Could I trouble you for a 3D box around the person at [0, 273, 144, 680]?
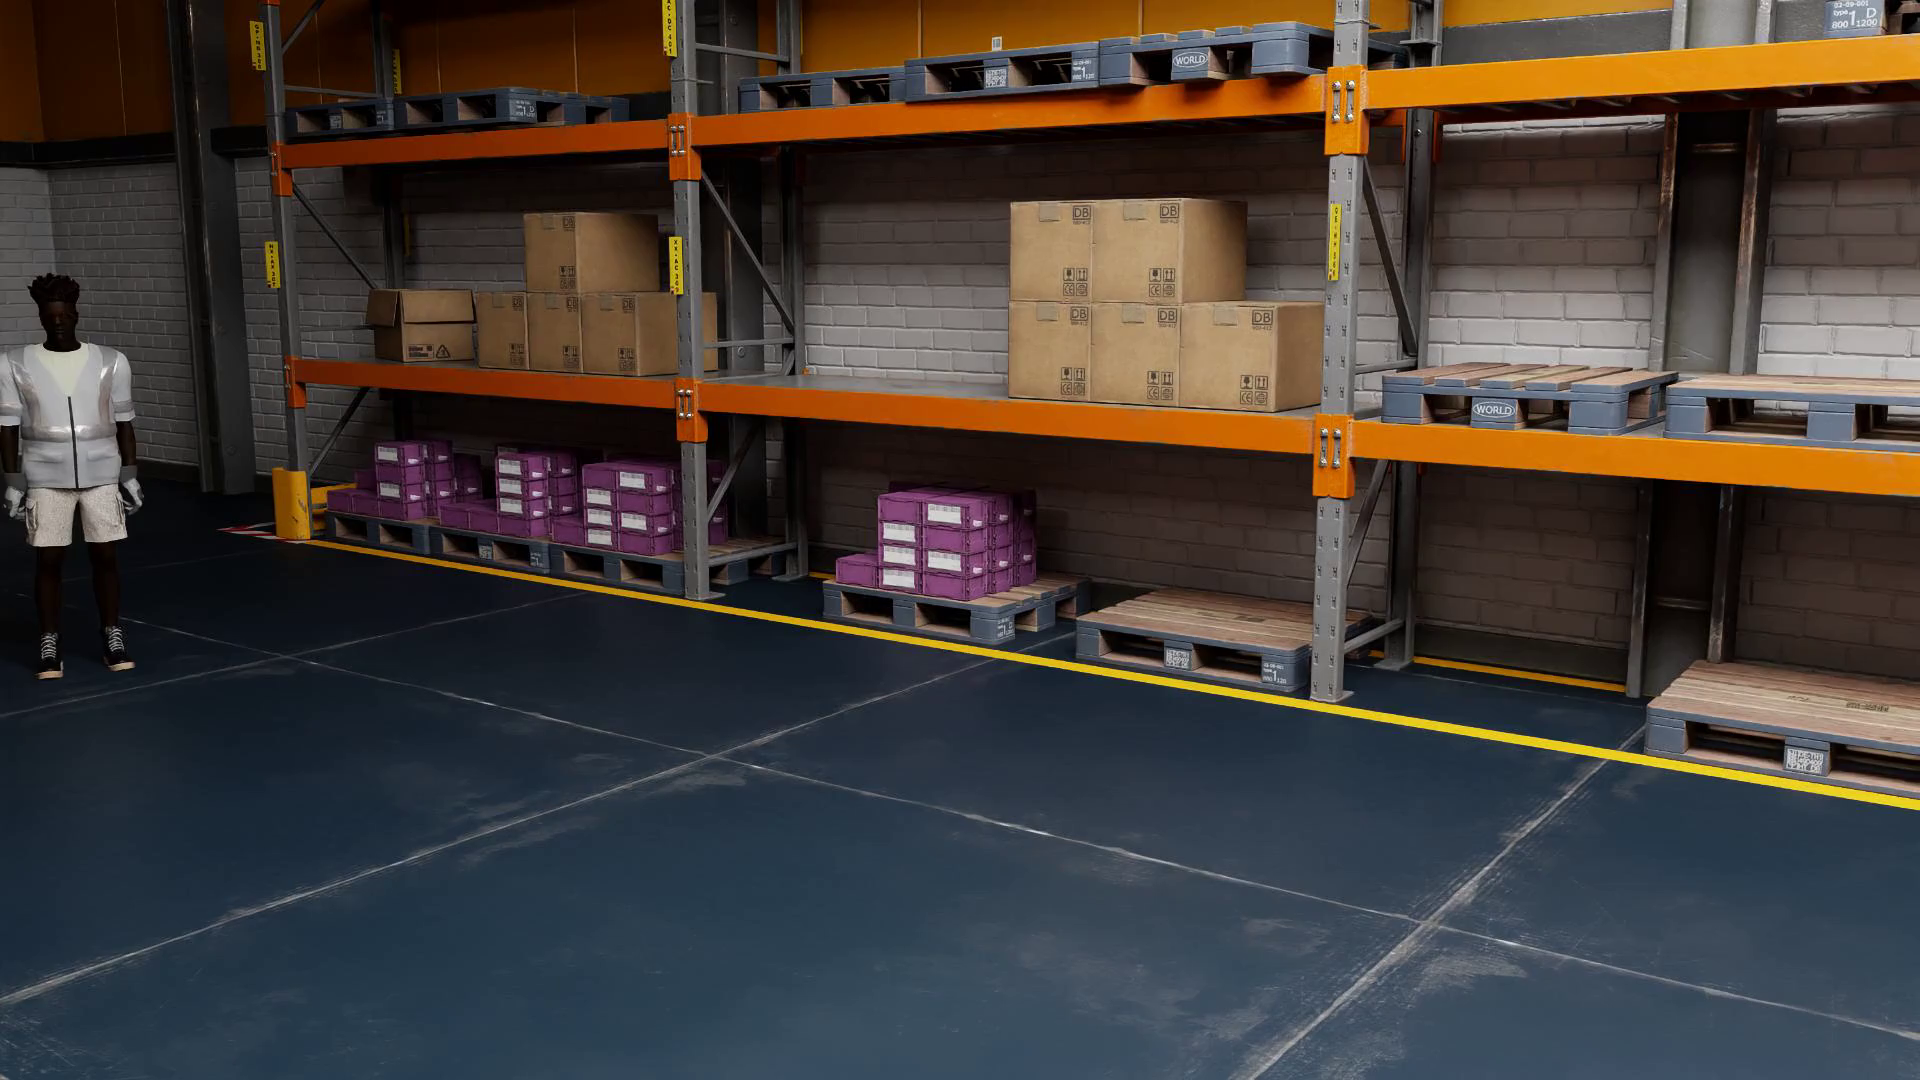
[{"bbox_3d":[-4.324,-0.309,8.101,0.612,1.963,0.363,-6,11,-33],"label":"person"}]
